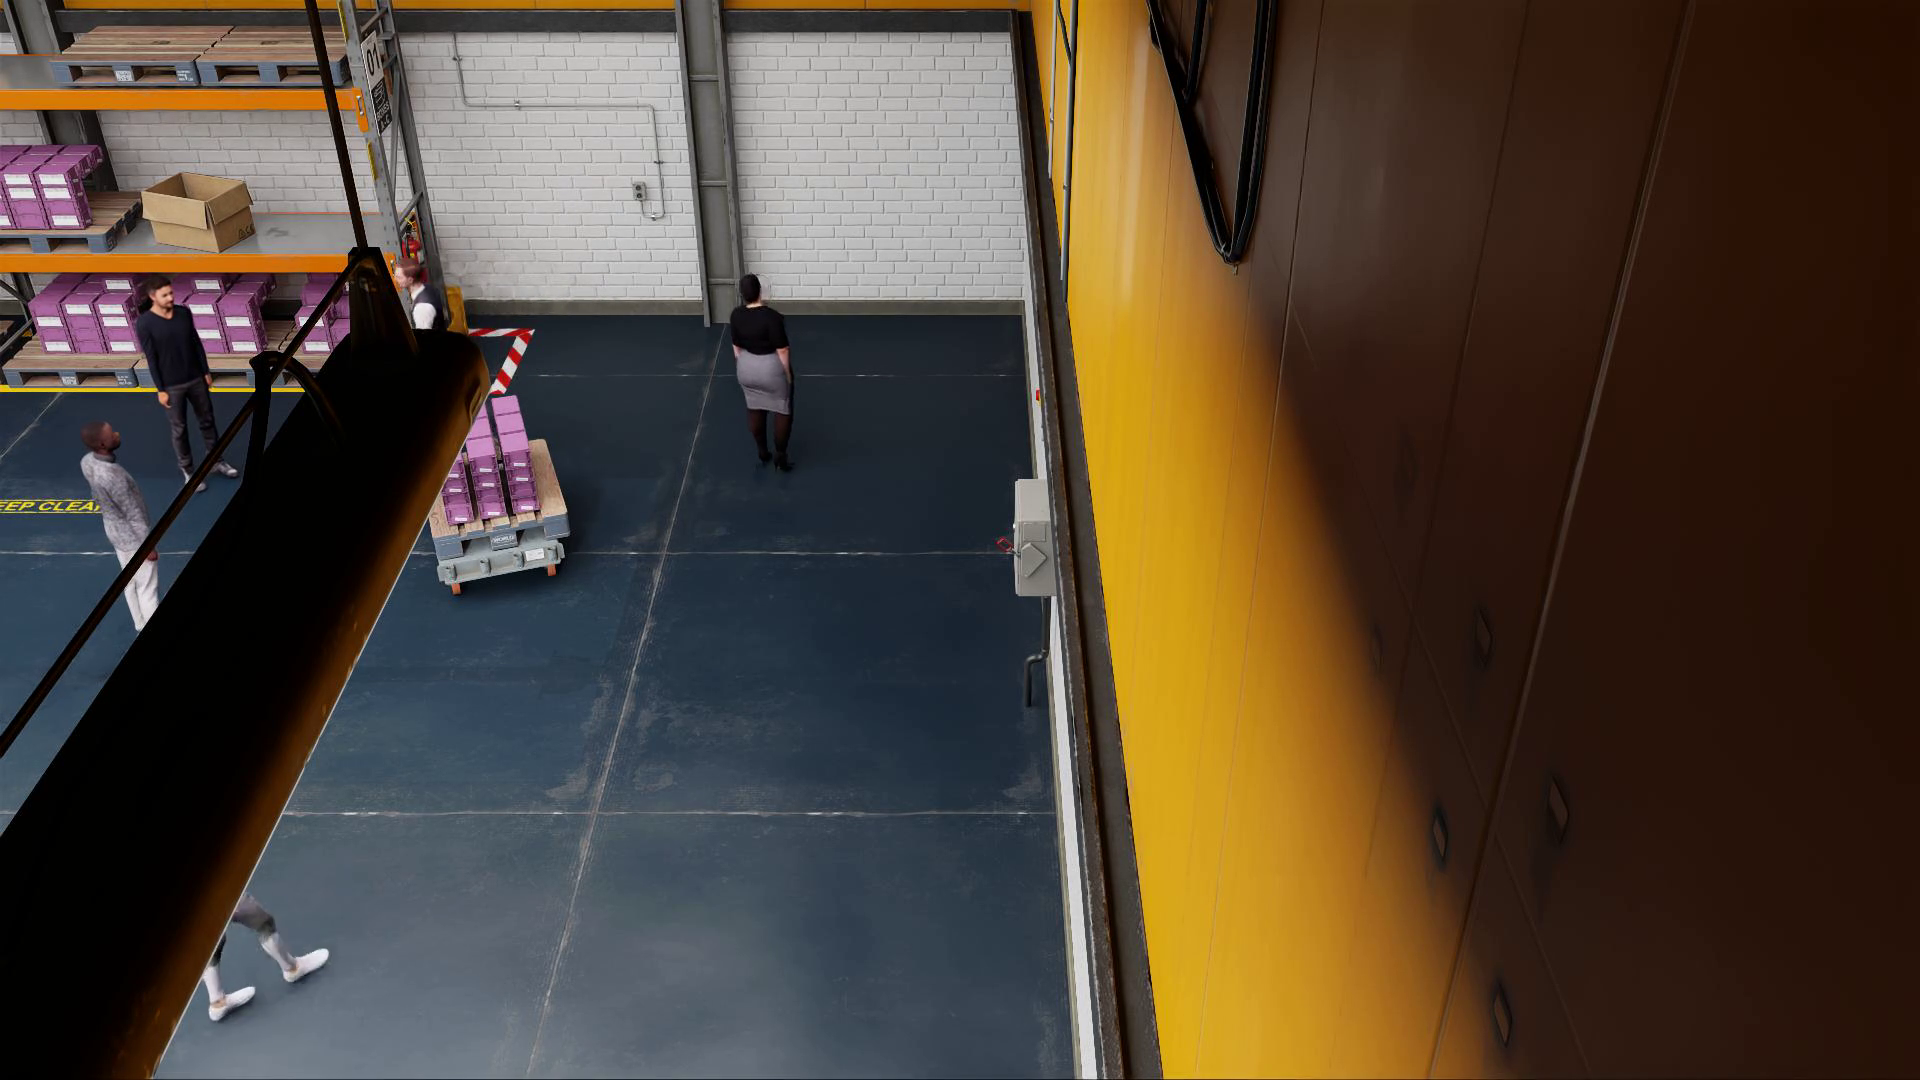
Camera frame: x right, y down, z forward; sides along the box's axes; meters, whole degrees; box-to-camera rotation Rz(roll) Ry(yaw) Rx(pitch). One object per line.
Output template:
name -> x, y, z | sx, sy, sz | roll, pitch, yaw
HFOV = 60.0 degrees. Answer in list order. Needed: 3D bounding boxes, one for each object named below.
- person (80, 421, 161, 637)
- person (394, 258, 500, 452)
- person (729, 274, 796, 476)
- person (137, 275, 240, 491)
person -> -5.889, -0.025, 11.761 | 0.740, 1.837, 0.817 | 27, 42, 34
person -> -4.244, -1.492, 13.926 | 1.343, 1.883, 0.949 | -10, 35, -14
person -> -1.628, -1.371, 13.869 | 0.776, 1.746, 0.873 | 17, 37, 24
person -> -6.414, -1.316, 13.677 | 0.769, 1.866, 0.730 | 24, 41, 32
